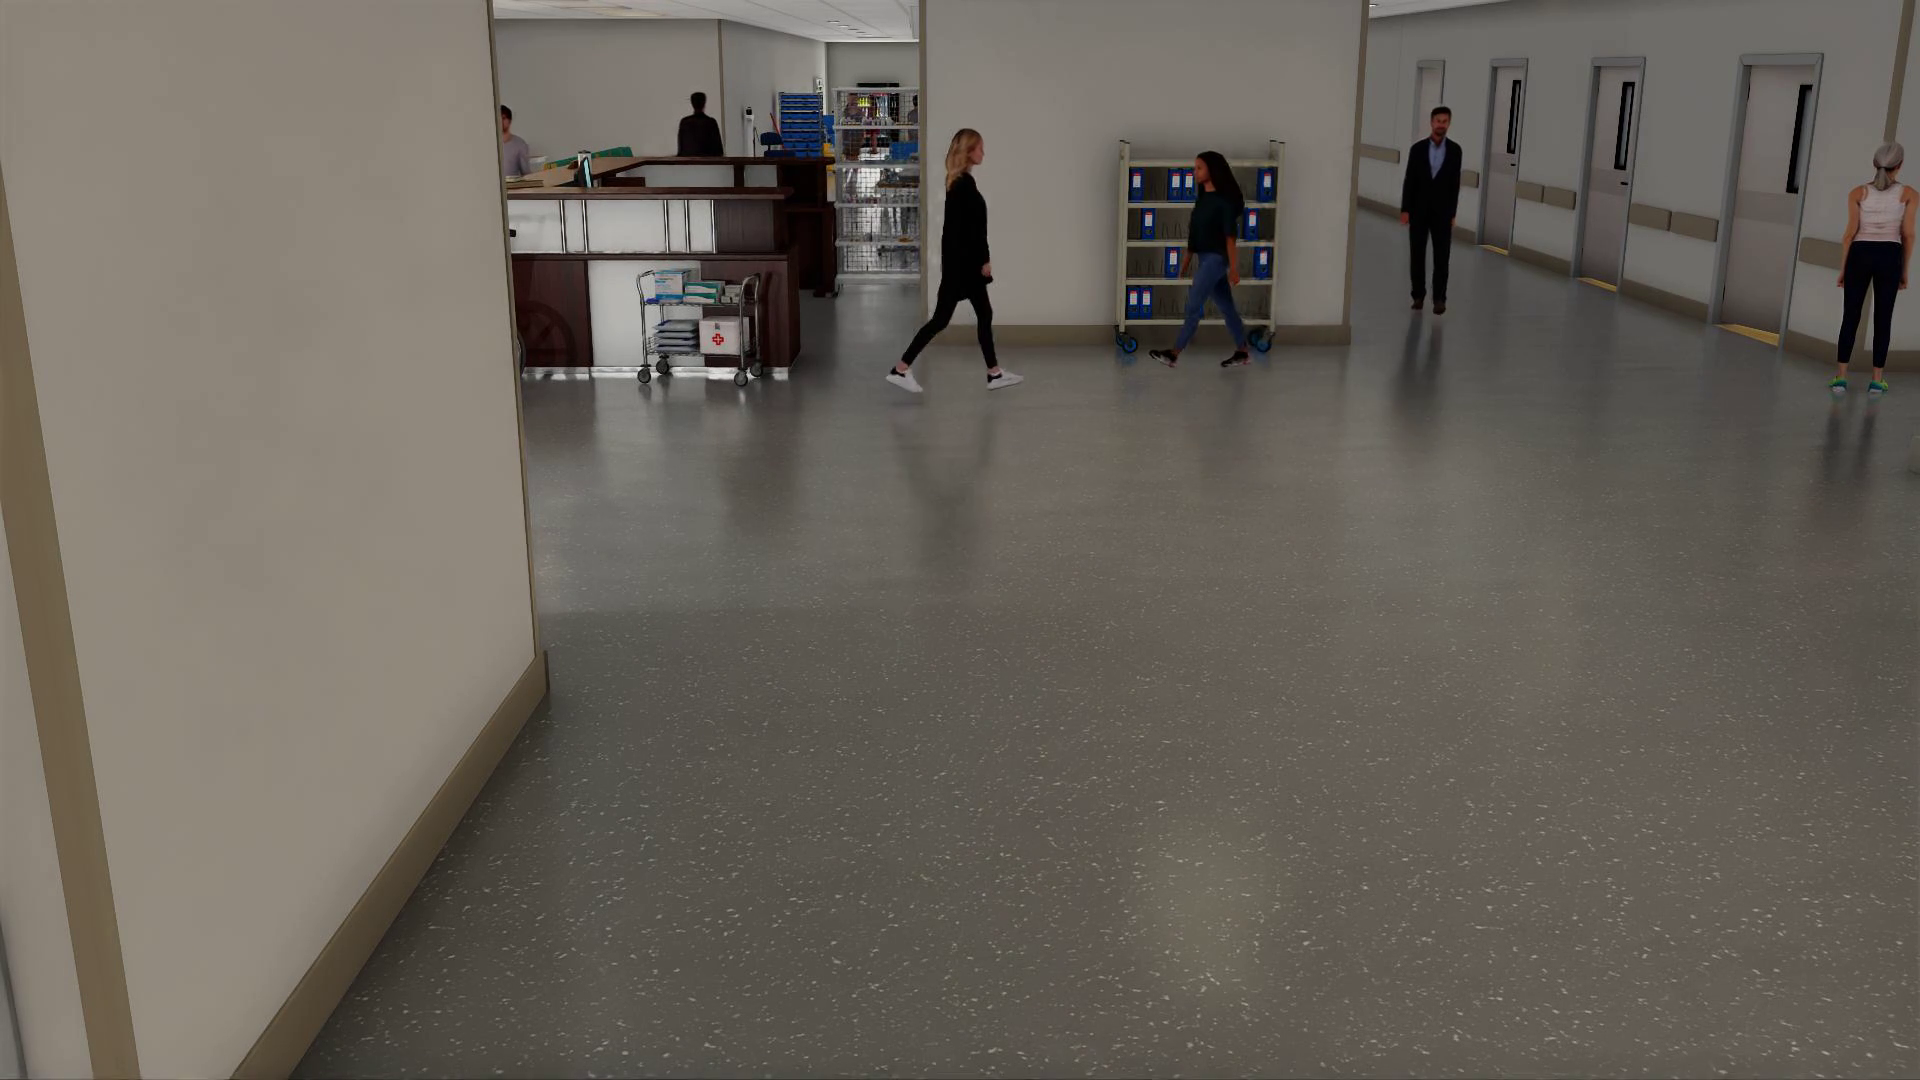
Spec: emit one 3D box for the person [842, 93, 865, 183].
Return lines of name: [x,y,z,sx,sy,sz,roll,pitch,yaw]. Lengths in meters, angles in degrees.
person: [-2.159,-8.133,33.693,0.838,1.835,0.802,3,16,10]

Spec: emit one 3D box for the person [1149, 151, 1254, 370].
person: [1.935,-2.010,12.194,1.165,1.574,0.811,-6,17,-19]

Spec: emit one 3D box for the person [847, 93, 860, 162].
person: [-2.571,-9.842,39.724,0.660,1.711,0.631,-12,20,-36]

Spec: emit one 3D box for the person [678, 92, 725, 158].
person: [-3.224,-4.510,20.515,1.236,1.871,0.931,3,16,10]

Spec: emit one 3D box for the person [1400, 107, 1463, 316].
person: [4.265,-2.969,15.135,1.160,1.824,0.916,4,16,15]

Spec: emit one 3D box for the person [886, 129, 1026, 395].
person: [-0.088,-1.798,11.107,1.258,1.756,0.768,-4,16,-13]

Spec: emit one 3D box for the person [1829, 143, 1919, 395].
person: [6.311,-1.877,11.487,0.623,1.703,0.736,9,18,28]

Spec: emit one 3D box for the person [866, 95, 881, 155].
person: [-2.363,-11.302,45.191,0.677,1.554,0.617,-5,16,-16]
